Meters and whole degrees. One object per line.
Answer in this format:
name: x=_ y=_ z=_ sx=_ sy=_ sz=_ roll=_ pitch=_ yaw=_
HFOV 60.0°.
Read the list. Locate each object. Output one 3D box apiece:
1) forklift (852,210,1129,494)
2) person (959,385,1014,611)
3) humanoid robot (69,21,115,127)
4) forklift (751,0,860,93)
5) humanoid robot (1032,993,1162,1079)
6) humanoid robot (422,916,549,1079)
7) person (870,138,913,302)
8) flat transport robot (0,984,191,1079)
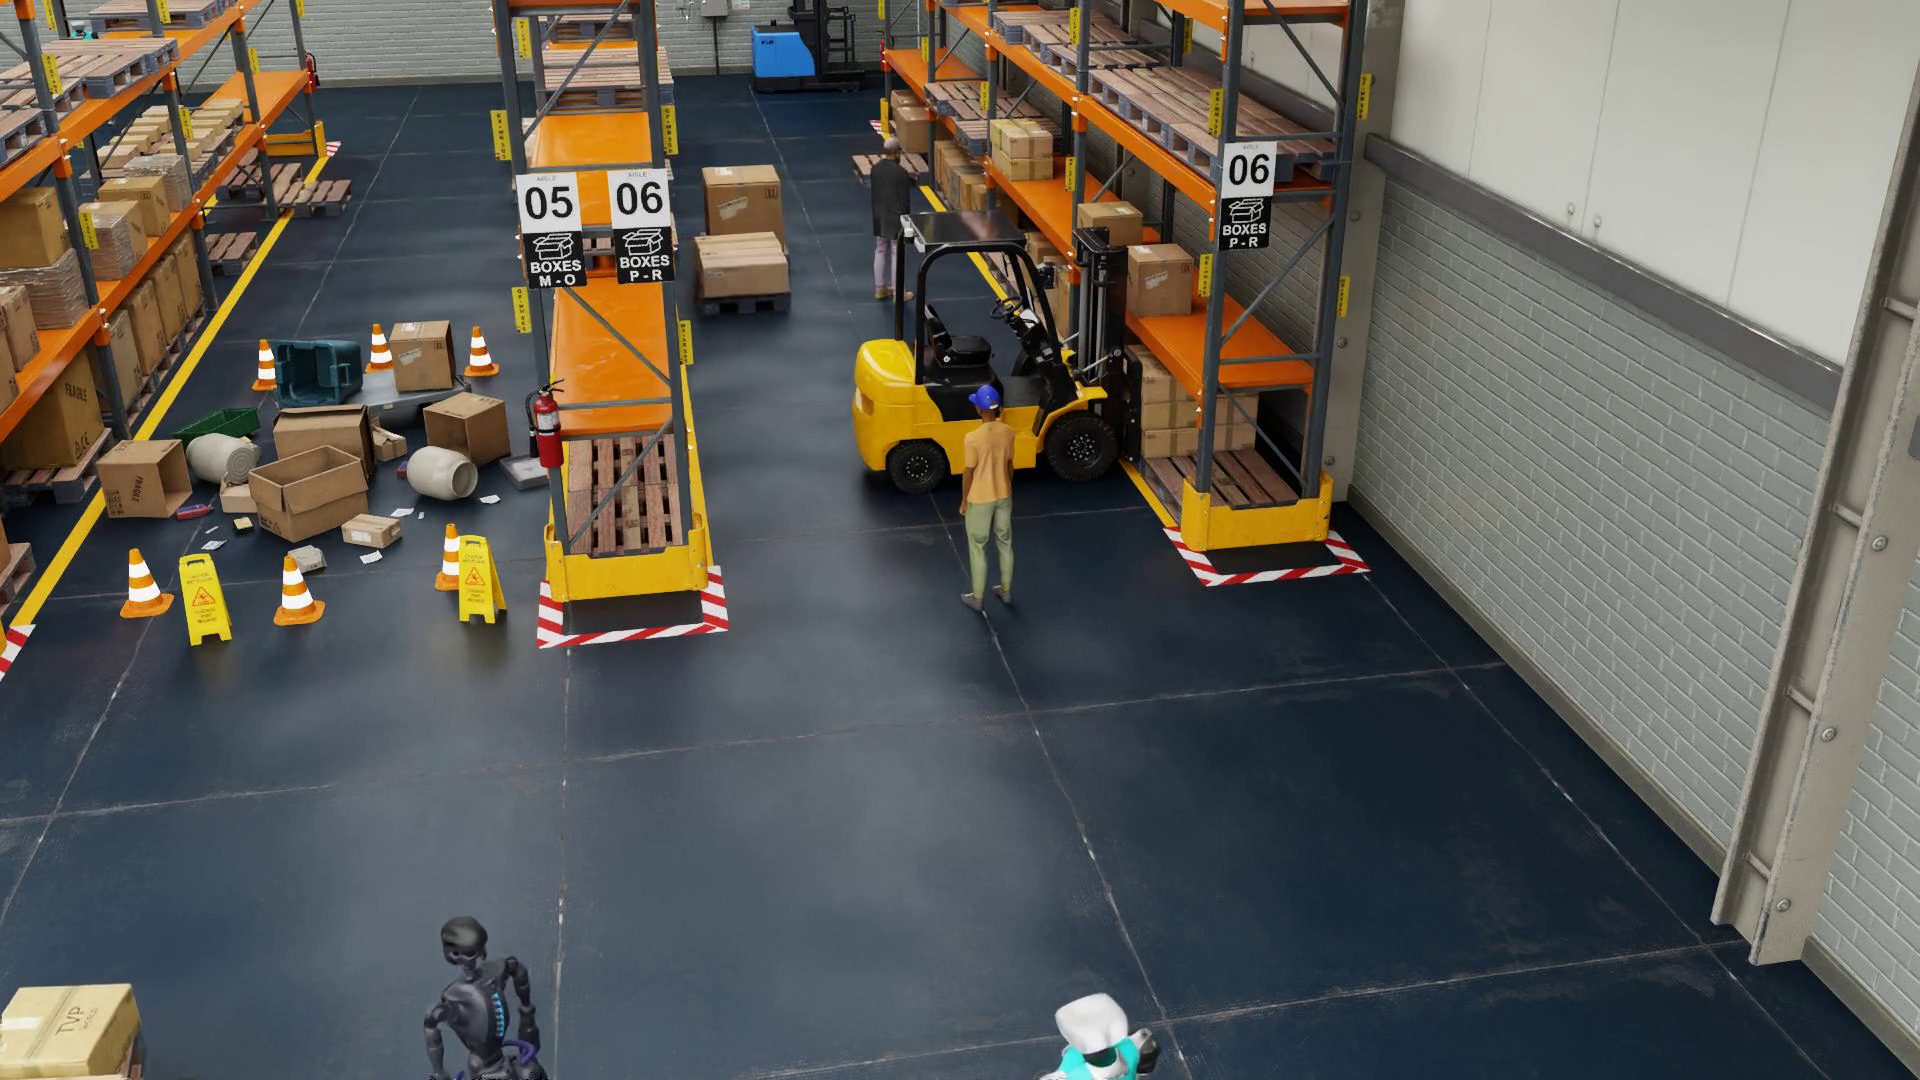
forklift: x=0.216 y=-1.659 z=14.366 sx=2.313 sy=2.155 sz=1.214 roll=-5 pitch=26 yaw=-10
person: x=0.188 y=-0.318 z=12.127 sx=0.433 sy=1.707 sz=0.384 roll=-17 pitch=30 yaw=-31
humanoid robot: x=-14.174 y=-7.560 z=27.250 sx=0.543 sy=1.774 sz=1.038 roll=-21 pitch=33 yaw=-36
forklift: x=-2.872 y=-9.679 z=30.288 sx=1.873 sy=2.768 sz=1.129 roll=-5 pitch=26 yaw=-10
humanoid robot: x=0.364 y=2.407 z=6.483 sx=0.542 sy=1.831 sz=0.758 roll=-15 pitch=30 yaw=-29
humanoid robot: x=-1.885 y=2.282 z=6.778 sx=0.451 sy=1.646 sz=0.611 roll=15 pitch=29 yaw=28
person: x=-0.791 y=-3.624 z=18.858 sx=0.537 sy=1.850 sz=0.406 roll=19 pitch=31 yaw=33
flat transport robot: x=-4.125 y=2.798 z=7.302 sx=1.431 sy=0.231 sz=0.659 roll=-8 pitch=27 yaw=-16
